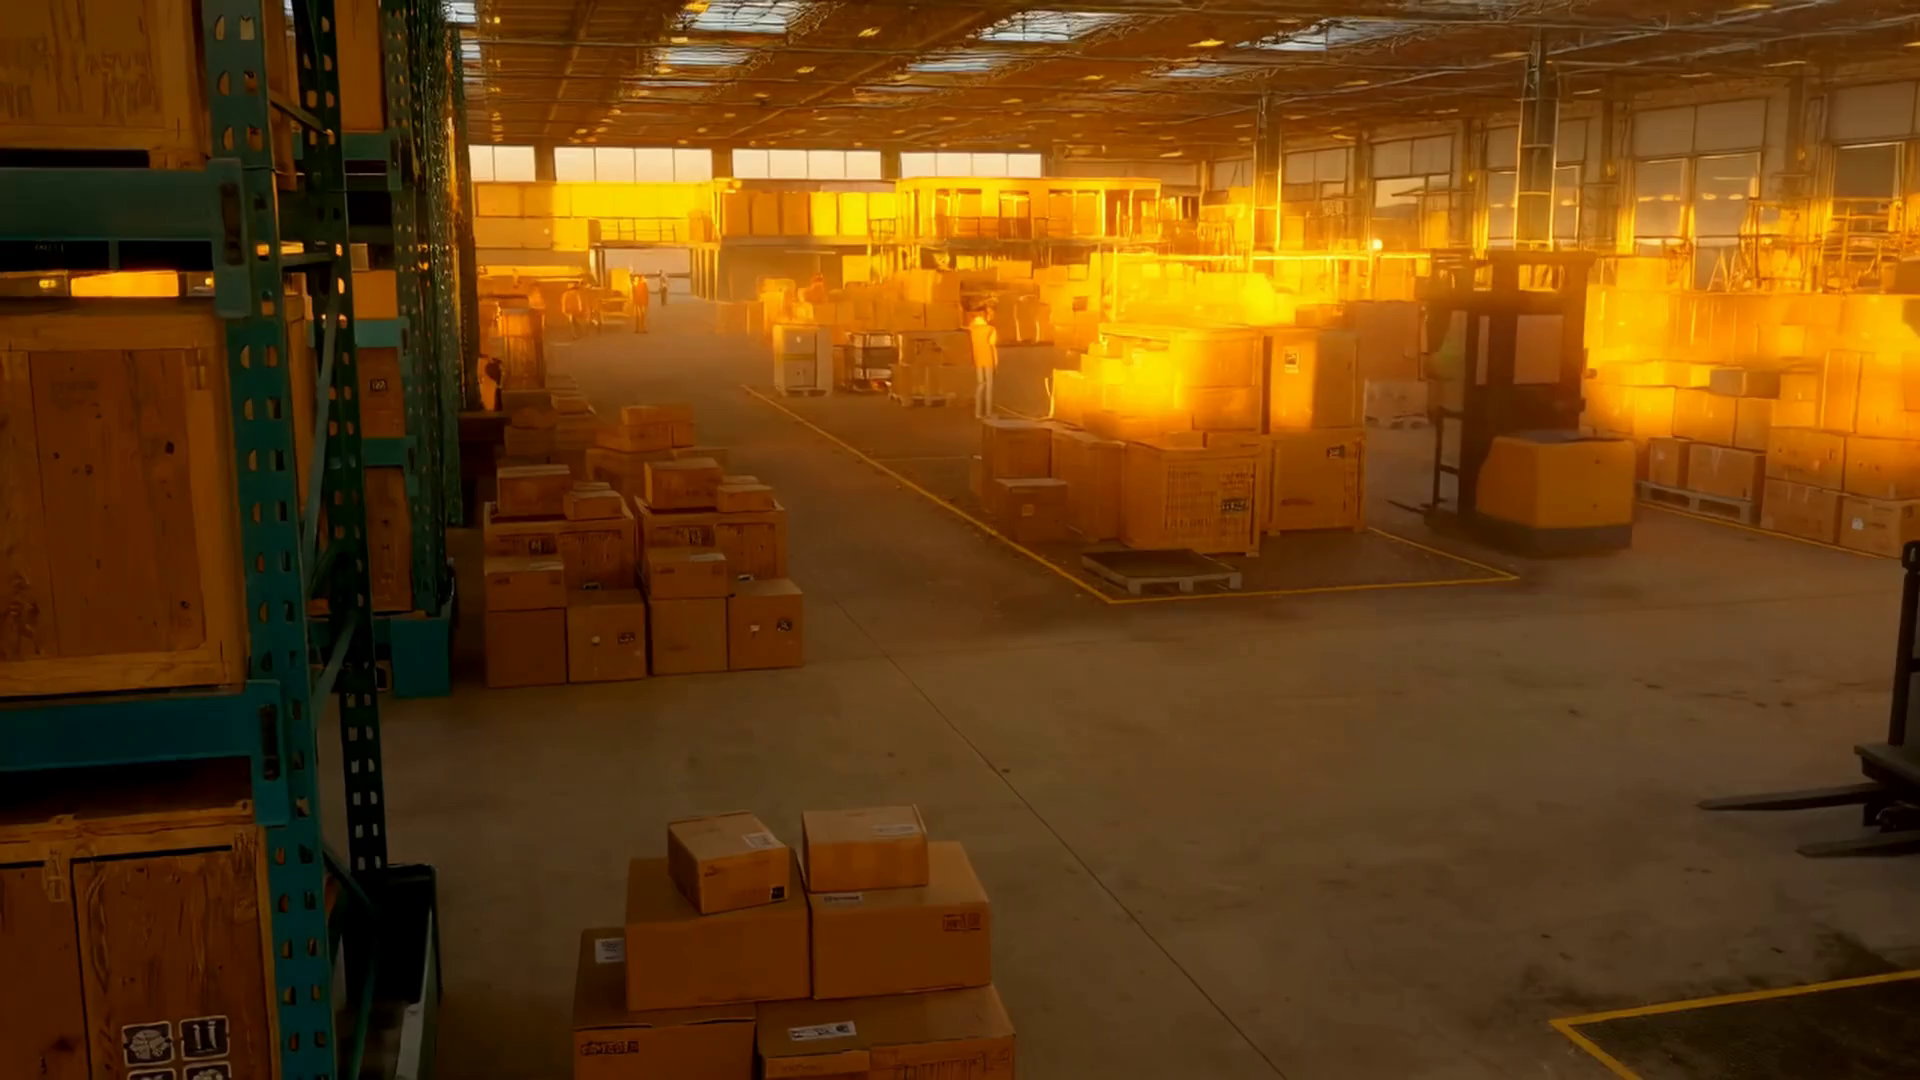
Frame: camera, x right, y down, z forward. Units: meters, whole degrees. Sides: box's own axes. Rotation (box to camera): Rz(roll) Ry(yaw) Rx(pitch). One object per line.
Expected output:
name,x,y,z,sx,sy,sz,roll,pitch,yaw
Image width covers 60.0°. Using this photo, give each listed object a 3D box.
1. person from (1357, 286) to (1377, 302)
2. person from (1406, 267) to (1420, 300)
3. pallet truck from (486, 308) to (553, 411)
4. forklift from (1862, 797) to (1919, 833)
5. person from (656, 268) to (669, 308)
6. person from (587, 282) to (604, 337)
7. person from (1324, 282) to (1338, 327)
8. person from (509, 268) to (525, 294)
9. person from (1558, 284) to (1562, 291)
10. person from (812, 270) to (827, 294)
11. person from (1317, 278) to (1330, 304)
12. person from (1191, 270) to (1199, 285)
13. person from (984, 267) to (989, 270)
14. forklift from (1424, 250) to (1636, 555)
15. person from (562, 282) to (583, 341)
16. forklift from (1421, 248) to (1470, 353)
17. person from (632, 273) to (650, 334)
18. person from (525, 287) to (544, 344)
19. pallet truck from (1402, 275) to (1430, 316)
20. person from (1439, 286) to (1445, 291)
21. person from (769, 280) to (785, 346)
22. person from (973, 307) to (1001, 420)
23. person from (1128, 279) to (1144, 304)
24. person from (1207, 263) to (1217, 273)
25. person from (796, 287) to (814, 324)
person,9.816,-5.164,40.177,0.388,1.910,0.588,-9,14,-43
person,21.153,-11.806,77.746,0.618,1.928,0.751,0,10,-1
pallet truck,-6.242,-2.418,24.362,0.823,1.965,1.885,1,10,3
forklift,5.472,0.096,7.632,1.873,2.768,1.129,-3,10,-15
person,-13.940,-11.829,78.042,0.588,1.869,0.648,-2,10,-13
person,-11.595,-7.314,52.823,0.586,1.741,0.458,3,10,14
person,10.298,-6.178,45.925,0.784,1.901,0.600,-3,10,-15
person,-18.042,-10.030,67.487,0.637,1.986,1.043,4,11,22
person,18.891,-7.274,52.717,0.910,1.697,0.502,-5,11,-24
person,-4.915,-8.446,58.374,0.537,2.000,0.682,-4,11,-22
person,10.900,-6.836,49.585,0.654,1.922,0.437,-9,13,-41
person,9.267,-9.647,65.463,0.371,1.940,0.627,7,12,34
person,1.176,-11.313,74.941,0.564,1.929,0.388,-4,11,-23
forklift,5.503,-1.368,15.920,1.129,2.768,1.873,-3,10,-16
person,-11.818,-6.954,50.627,0.615,1.795,0.689,0,10,0
forklift,12.052,-5.832,41.197,1.129,2.768,1.873,-1,10,-8
person,-10.509,-7.801,54.852,0.611,1.996,0.387,-10,14,-44
person,-12.464,-6.553,48.679,0.549,1.669,0.686,4,11,21
pallet truck,14.620,-7.324,52.145,0.823,1.965,1.885,8,13,40
person,14.574,-6.821,50.173,0.322,1.690,0.533,-3,10,-17
person,-5.286,-6.595,48.356,0.563,1.874,1.020,4,11,24
person,0.436,-2.912,27.537,0.323,1.865,0.518,-10,14,-44
person,5.375,-7.019,50.799,0.501,1.861,0.402,3,10,14
person,14.620,-15.185,96.693,0.644,1.980,0.518,-4,11,-22
person,-3.670,-4.943,38.899,1.008,1.911,0.628,3,10,16
